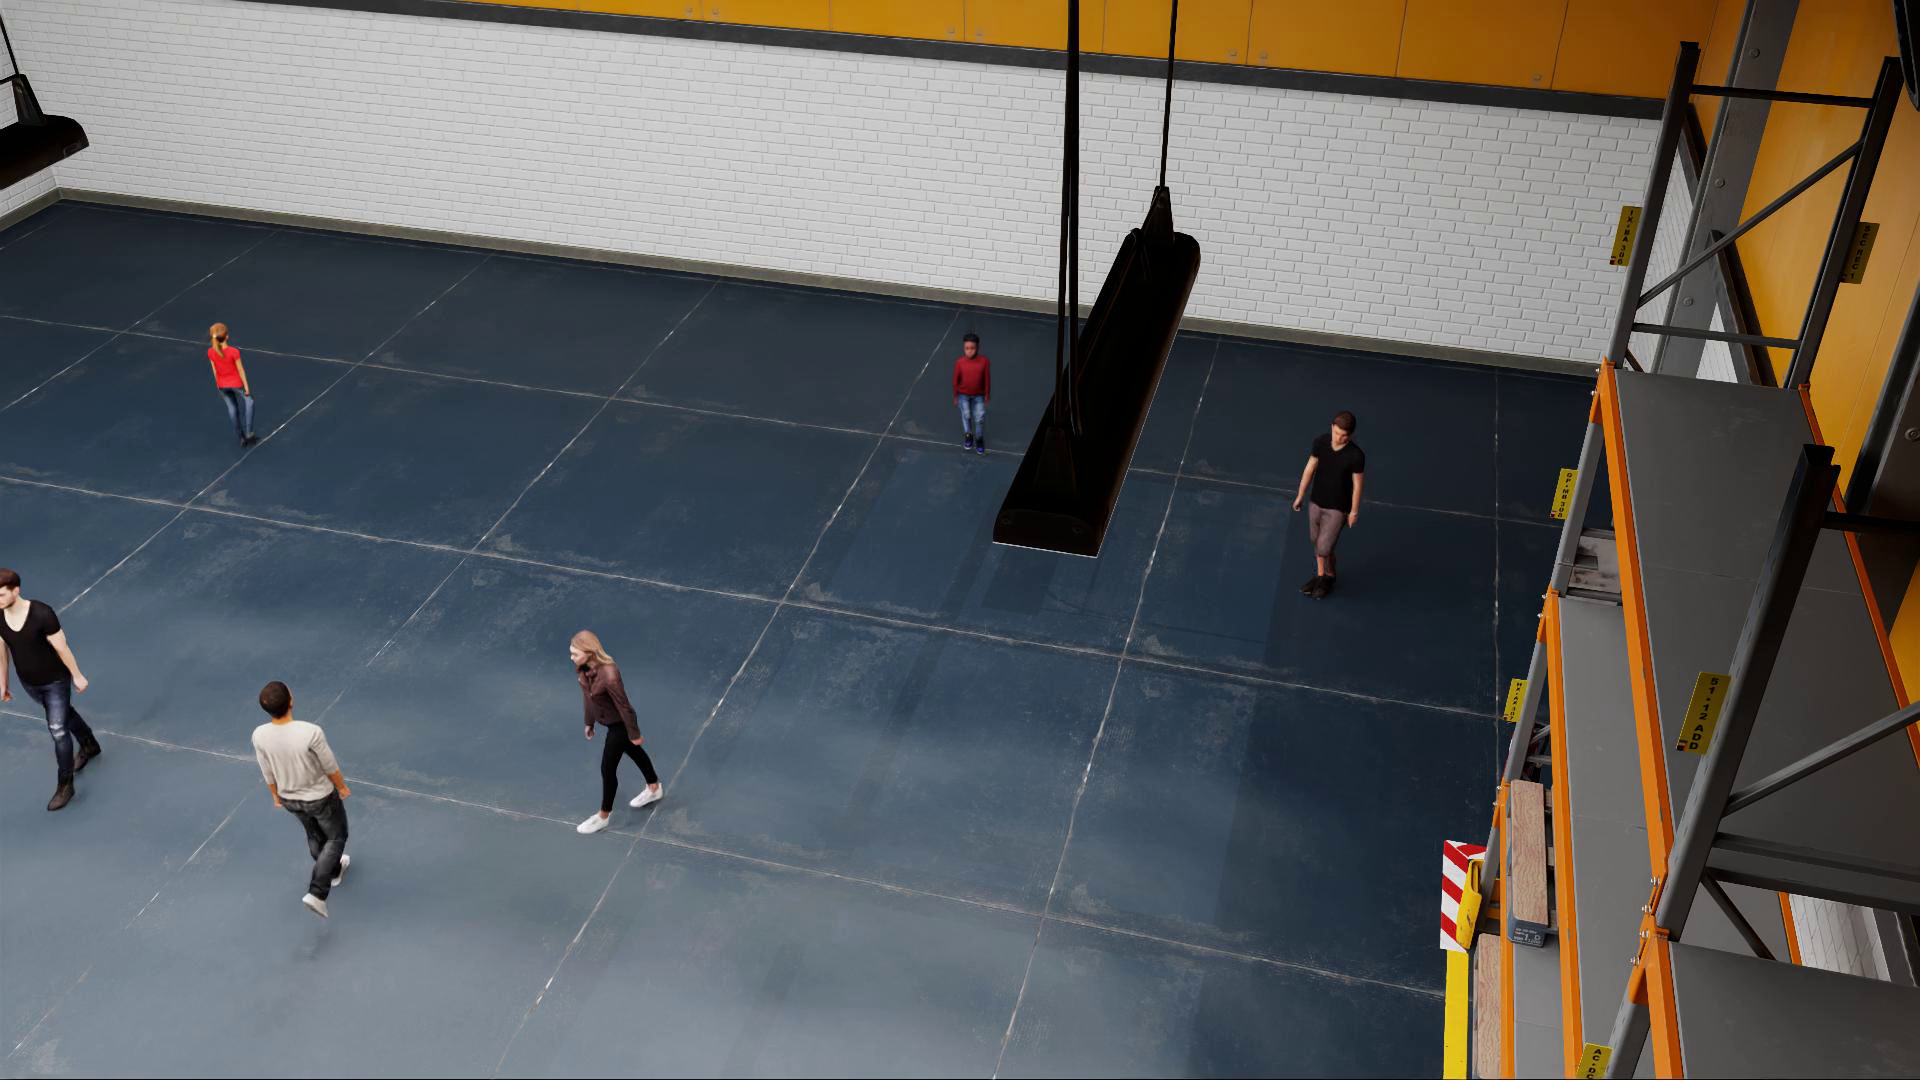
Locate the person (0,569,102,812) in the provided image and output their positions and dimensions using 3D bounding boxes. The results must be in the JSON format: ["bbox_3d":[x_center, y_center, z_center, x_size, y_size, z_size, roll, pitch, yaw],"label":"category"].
[{"bbox_3d":[-6.622,0.946,12.141,0.745,1.869,1.032,5,34,8],"label":"person"}]

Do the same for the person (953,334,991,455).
[{"bbox_3d":[0.122,-1.486,16.362,0.567,1.246,0.605,2,34,2],"label":"person"}]

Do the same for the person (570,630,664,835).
[{"bbox_3d":[-2.371,1.283,11.823,1.036,1.659,0.946,-22,40,-30],"label":"person"}]

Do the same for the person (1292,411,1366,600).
[{"bbox_3d":[3.211,-0.337,14.093,0.833,1.844,0.797,-21,39,-28],"label":"person"}]

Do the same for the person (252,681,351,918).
[{"bbox_3d":[-4.340,1.729,11.028,0.775,1.797,1.004,1,34,2],"label":"person"}]

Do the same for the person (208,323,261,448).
[{"bbox_3d":[-7.168,-1.490,16.319,0.547,1.301,0.595,-3,34,-4],"label":"person"}]
